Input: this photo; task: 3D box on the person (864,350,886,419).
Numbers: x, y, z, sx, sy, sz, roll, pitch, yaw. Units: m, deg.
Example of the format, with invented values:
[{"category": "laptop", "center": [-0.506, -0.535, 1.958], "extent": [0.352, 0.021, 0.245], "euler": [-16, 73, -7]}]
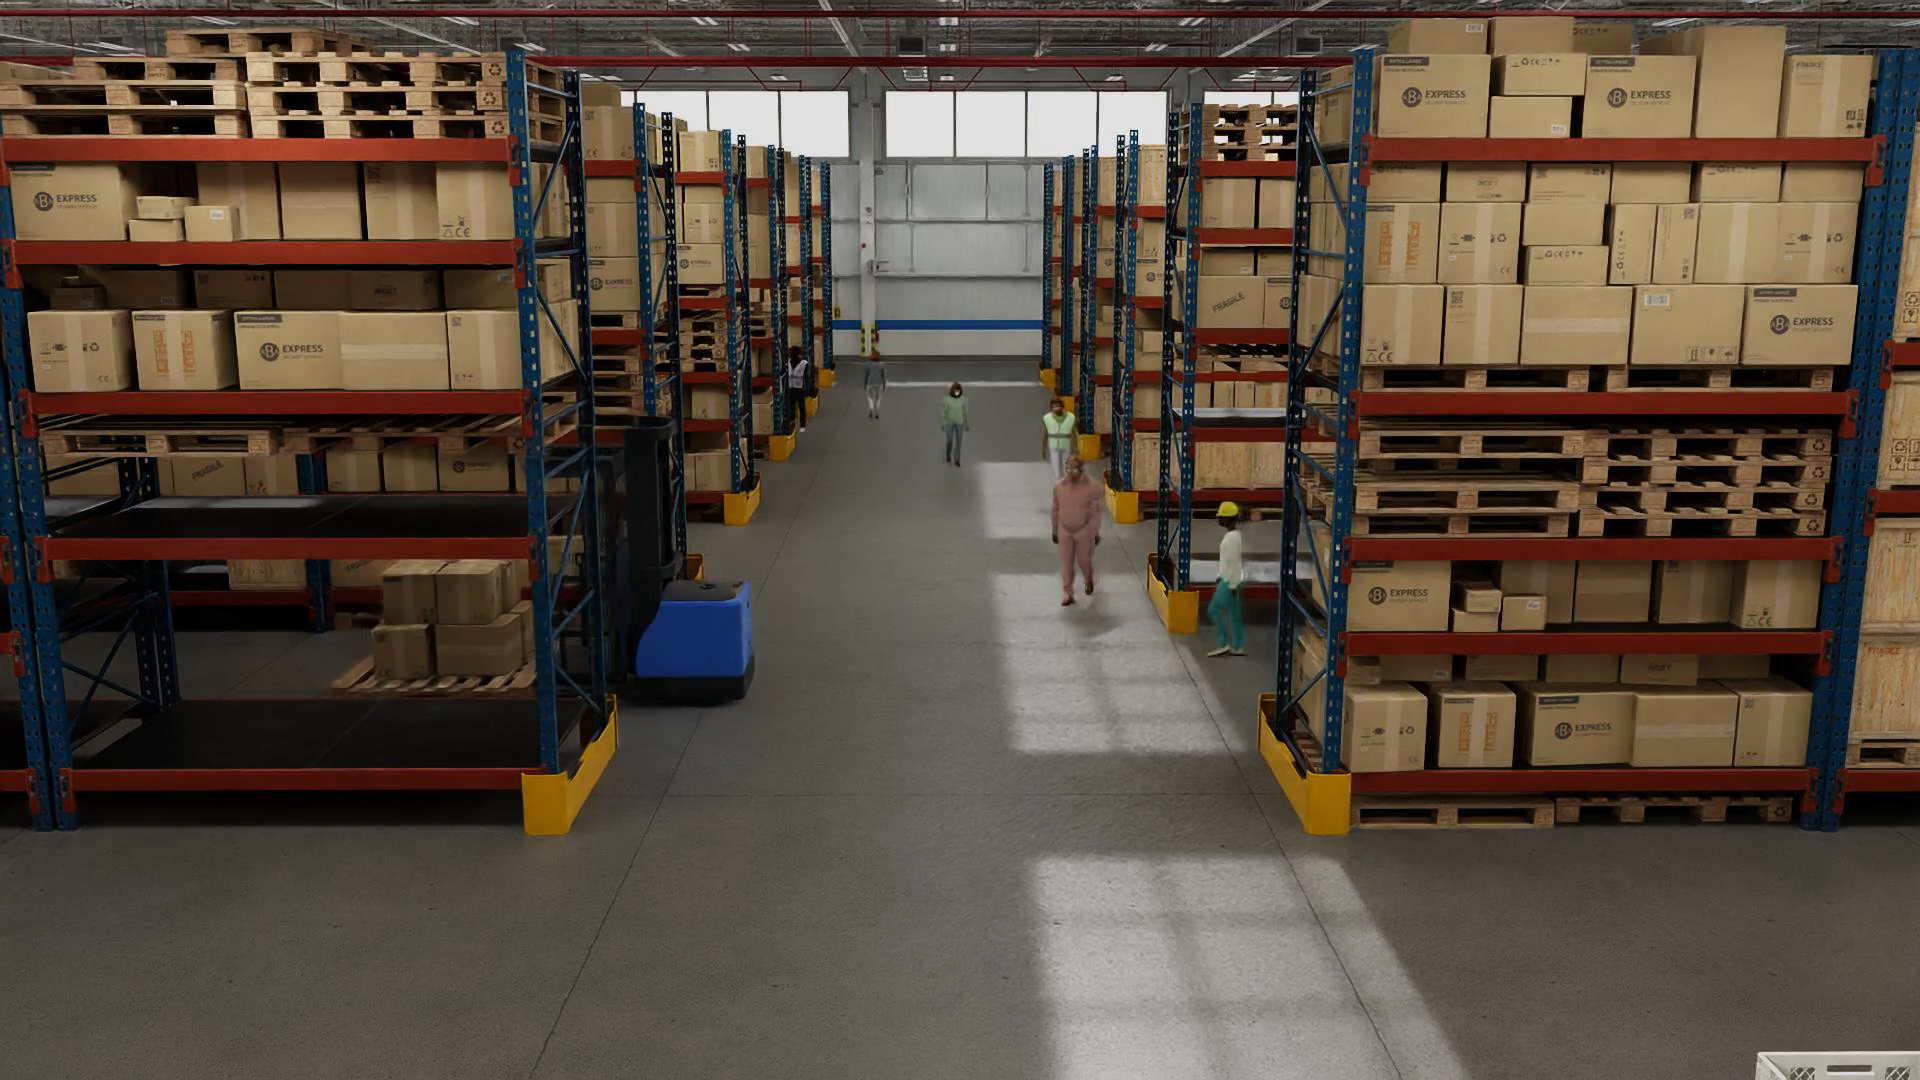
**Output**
[{"category": "person", "center": [-1.978, -3.627, 38.792], "extent": [0.524, 1.620, 0.425], "euler": [-1, 11, -4]}]

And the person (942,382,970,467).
[{"category": "person", "center": [-0.076, -2.201, 31.708], "extent": [0.533, 1.620, 0.330], "euler": [-3, 12, -14]}]

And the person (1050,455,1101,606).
[{"category": "person", "center": [1.451, -0.136, 20.827], "extent": [0.667, 1.892, 0.544], "euler": [4, 12, 21]}]

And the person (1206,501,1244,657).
[{"category": "person", "center": [2.908, 0.437, 18.338], "extent": [0.549, 1.750, 0.535], "euler": [3, 12, 13]}]

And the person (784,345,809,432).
[{"category": "person", "center": [-3.593, -3.325, 36.574], "extent": [0.597, 1.916, 0.372], "euler": [4, 12, 19]}]

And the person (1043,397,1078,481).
[{"category": "person", "center": [1.678, -1.505, 27.837], "extent": [0.601, 1.812, 0.429], "euler": [0, 11, 2]}]

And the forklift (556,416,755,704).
[{"category": "forklift", "center": [-3.093, 0.179, 16.814], "extent": [1.873, 2.768, 1.129], "euler": [0, 11, -1]}]
